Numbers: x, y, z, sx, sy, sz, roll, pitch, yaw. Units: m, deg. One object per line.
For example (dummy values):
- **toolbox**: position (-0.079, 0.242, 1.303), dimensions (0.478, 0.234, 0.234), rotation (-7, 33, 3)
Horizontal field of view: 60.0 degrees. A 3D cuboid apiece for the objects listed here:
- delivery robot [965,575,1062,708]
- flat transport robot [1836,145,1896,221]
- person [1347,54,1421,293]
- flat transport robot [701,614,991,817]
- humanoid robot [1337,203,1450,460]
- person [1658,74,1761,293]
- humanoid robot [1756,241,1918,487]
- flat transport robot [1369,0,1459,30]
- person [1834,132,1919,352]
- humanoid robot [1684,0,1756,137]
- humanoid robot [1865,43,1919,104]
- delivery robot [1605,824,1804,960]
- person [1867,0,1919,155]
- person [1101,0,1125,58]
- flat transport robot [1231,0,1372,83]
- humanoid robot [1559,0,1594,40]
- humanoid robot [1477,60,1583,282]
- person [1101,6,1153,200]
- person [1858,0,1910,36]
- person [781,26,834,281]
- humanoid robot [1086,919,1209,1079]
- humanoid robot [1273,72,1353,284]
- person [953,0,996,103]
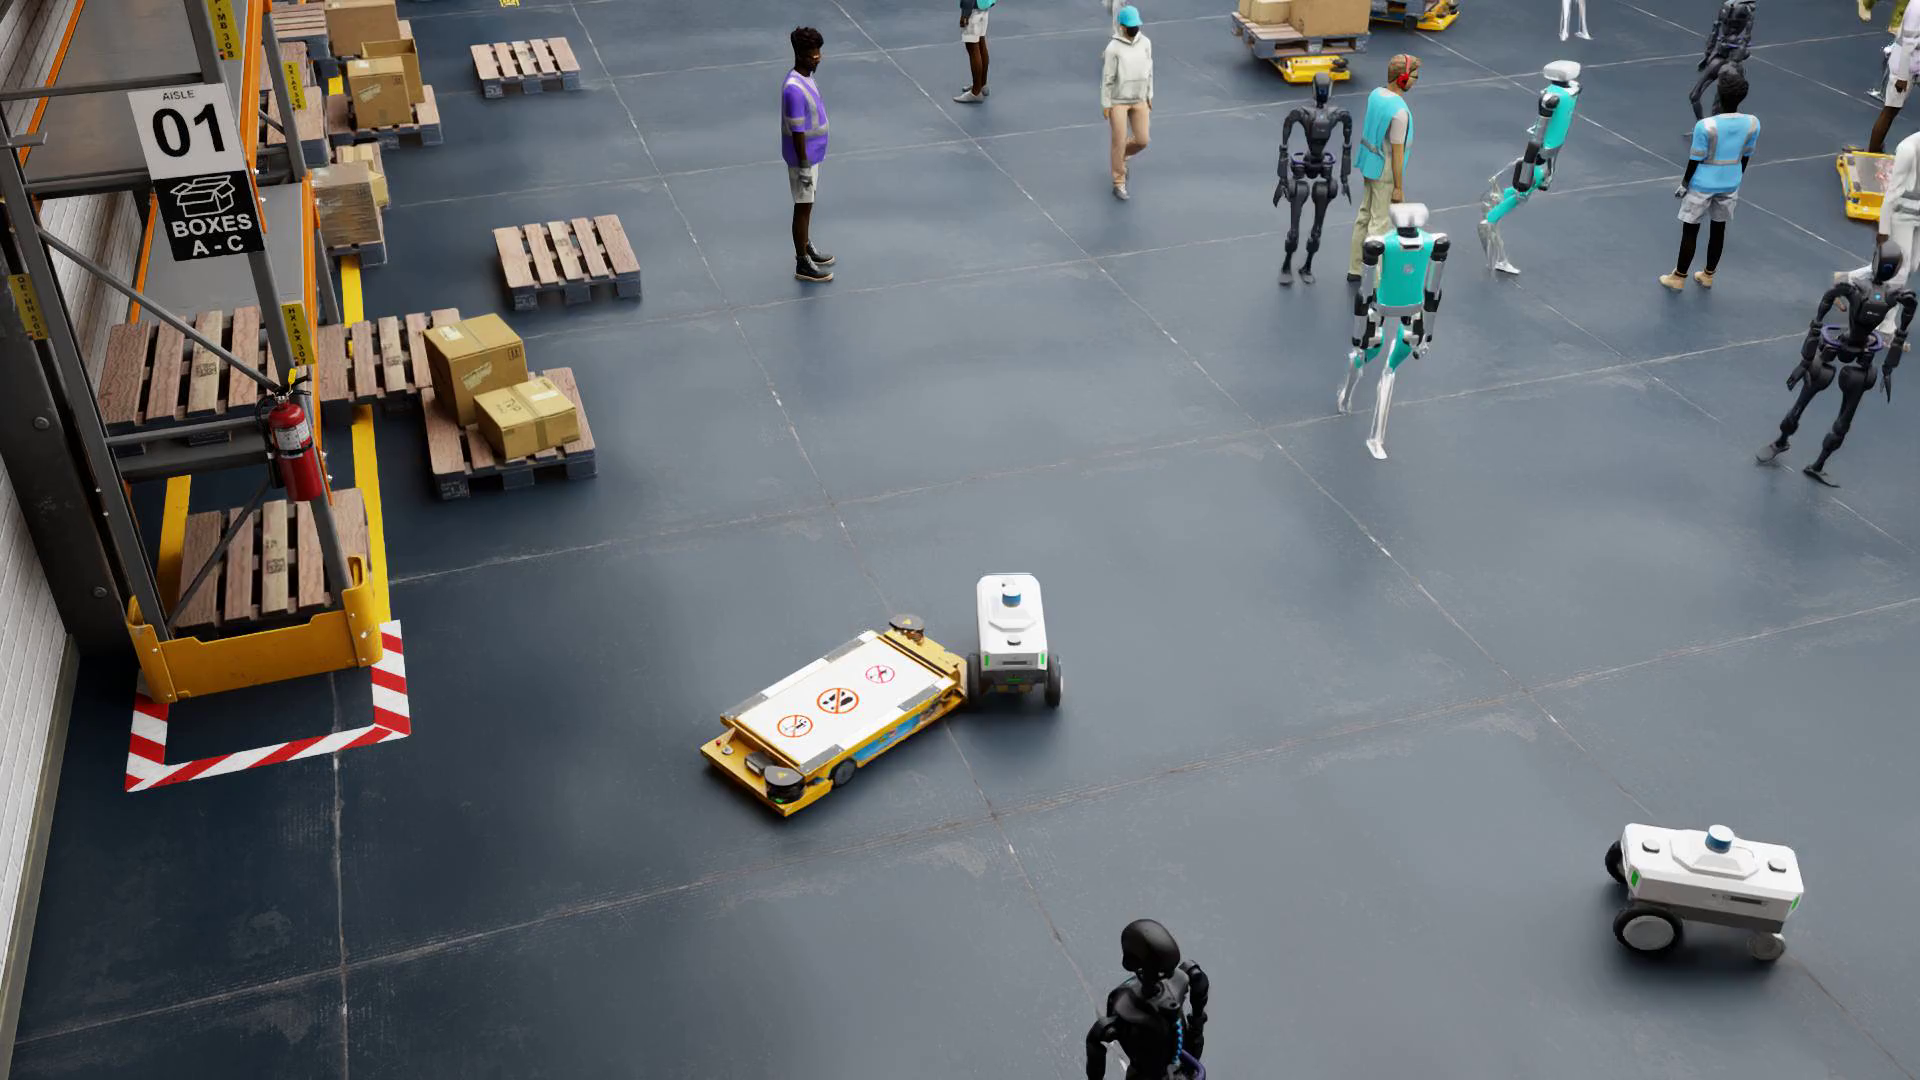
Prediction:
- **delivery robot**: position (0.269, 0.503, 8.817), dimensions (0.499, 0.586, 0.765), rotation (-1, 33, -1)
- **flat transport robot**: position (8.143, -3.121, 14.645), dimensions (0.659, 0.231, 1.431), rotation (11, 35, 17)
- **person**: position (3.215, -2.780, 12.684), dimensions (0.390, 1.839, 0.562), rotation (-6, 34, -9)
- **flat transport robot**: position (-0.565, 0.869, 8.526), dimensions (0.659, 0.231, 1.431), rotation (29, 43, 36)
- **humanoid robot**: position (2.707, -1.419, 10.741), dimensions (0.548, 1.821, 0.889), rotation (-2, 33, -3)
- **person**: position (5.740, -2.710, 12.710), dimensions (0.531, 1.692, 0.320), rotation (-5, 33, -8)
- **humanoid robot**: position (5.465, -1.114, 10.284), dimensions (0.599, 1.647, 0.455), rotation (8, 34, 11)
- **flat transport robot**: position (5.008, -6.175, 19.329), dimensions (1.431, 0.231, 0.659), rotation (17, 37, 24)
- **person**: position (6.795, -2.335, 11.983), dimensions (0.581, 1.861, 0.728), rotation (-16, 36, -23)
- **humanoid robot**: position (7.084, -4.446, 15.382), dimensions (0.332, 1.657, 0.599), rotation (-4, 33, -6)
- **humanoid robot**: position (9.393, -5.022, 16.256), dimensions (1.058, 1.739, 0.532), rotation (6, 34, 9)
- **delivery robot**: position (3.247, 1.503, 7.295), dimensions (0.791, 0.598, 0.499), rotation (7, 34, 11)
- **person**: position (8.451, -4.213, 14.789), dimensions (0.348, 1.942, 0.545), rotation (22, 39, 30)
- **person**: position (1.737, -6.160, 17.871), dimensions (0.507, 1.842, 0.627), rotation (20, 38, 27)
- **flat transport robot**: position (3.630, -5.235, 17.888), dimensions (0.659, 0.231, 1.431), rotation (-5, 33, -8)
- **humanoid robot**: position (6.883, -6.381, 18.317), dimensions (0.538, 1.806, 0.717), rotation (-2, 33, -2)
- **humanoid robot**: position (4.311, -2.852, 12.896), dimensions (0.691, 1.800, 0.531), rotation (26, 41, 33)
- **person**: position (1.437, -3.797, 14.405), dimensions (0.487, 1.658, 0.441), rotation (-12, 35, -18)
- **person**: position (10.543, -6.570, 18.524), dimensions (0.531, 1.819, 0.609), rotation (-12, 35, -18)
- **person**: position (-1.191, -2.995, 12.907), dimensions (0.371, 1.959, 0.600), rotation (1, 33, 1)
- **humanoid robot**: position (0.626, 1.919, 5.619), dimensions (0.591, 1.647, 0.373), rotation (-25, 40, -33)
- **humanoid robot**: position (2.732, -2.777, 12.823), dimensions (0.600, 1.647, 0.329), rotation (1, 33, 1)
- **person**: position (0.143, -5.318, 16.486), dimensions (0.428, 1.938, 0.565), rotation (10, 34, 14)
